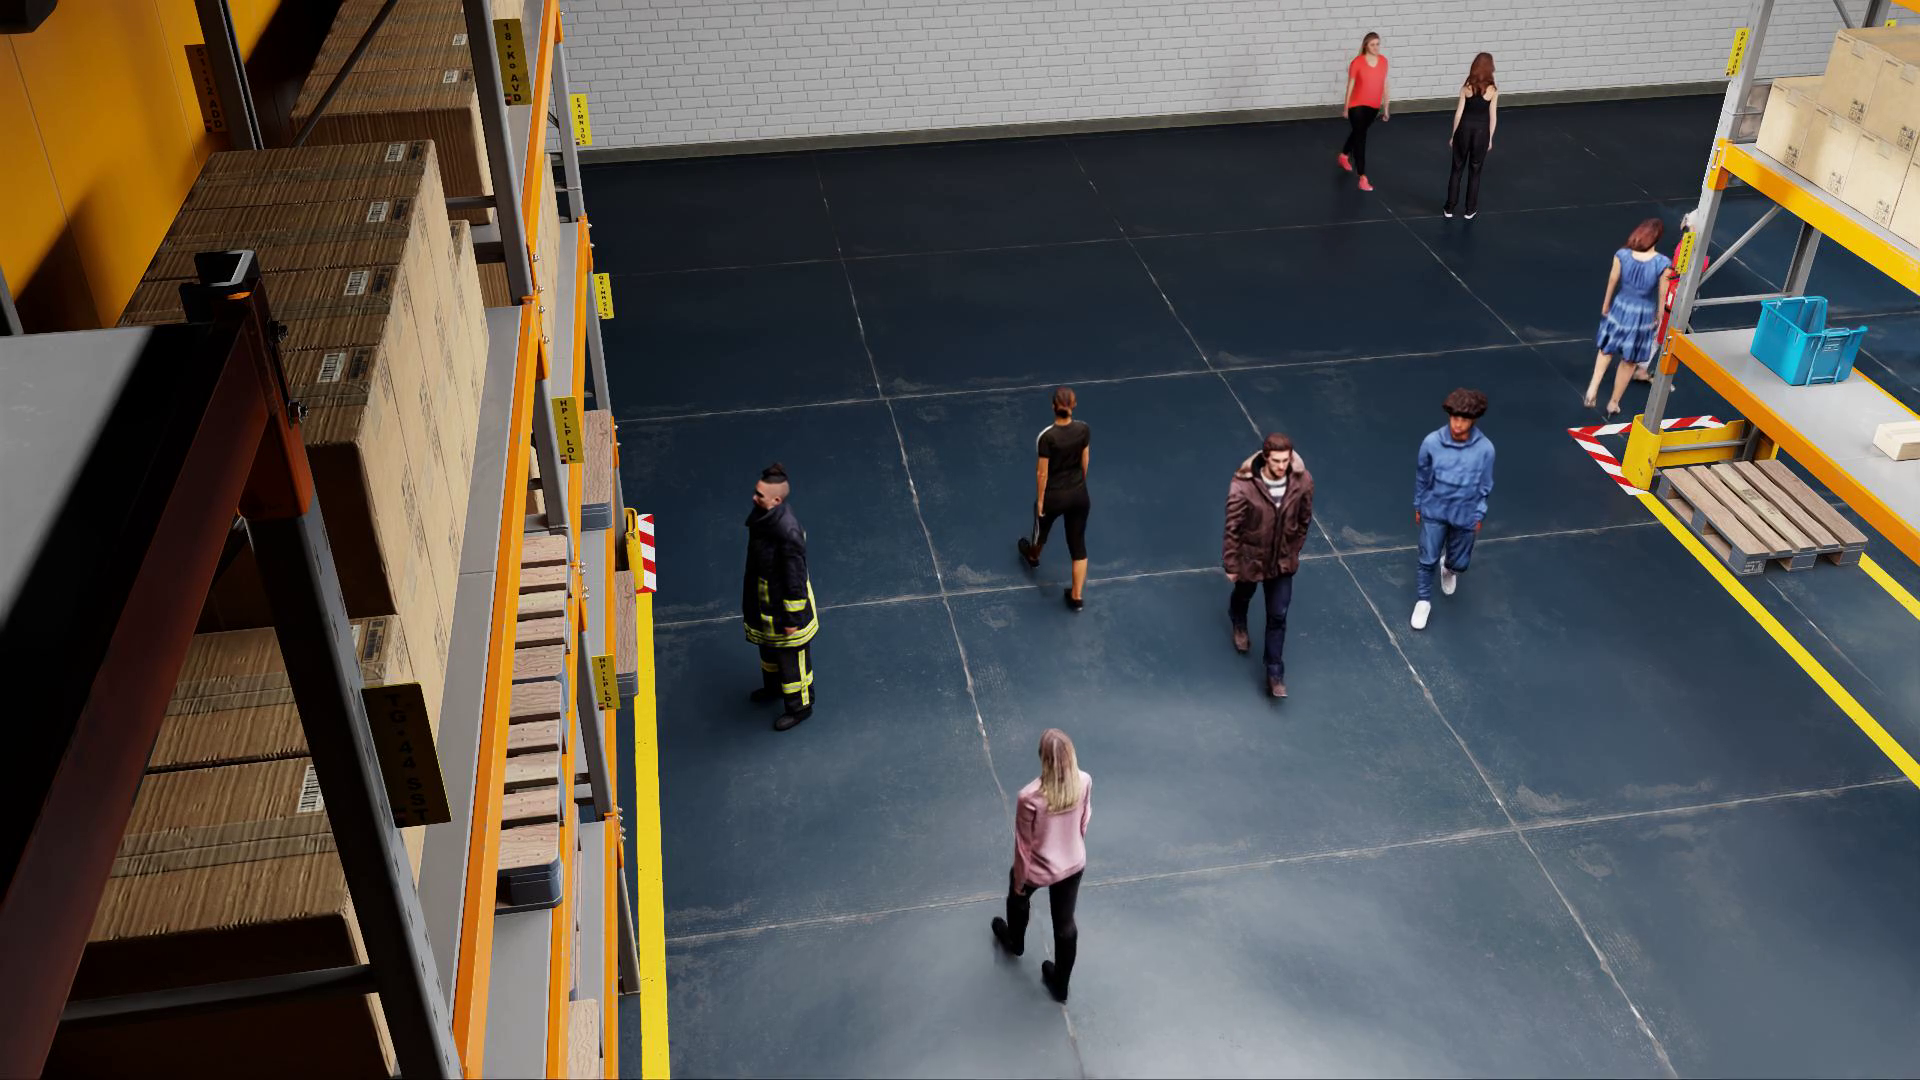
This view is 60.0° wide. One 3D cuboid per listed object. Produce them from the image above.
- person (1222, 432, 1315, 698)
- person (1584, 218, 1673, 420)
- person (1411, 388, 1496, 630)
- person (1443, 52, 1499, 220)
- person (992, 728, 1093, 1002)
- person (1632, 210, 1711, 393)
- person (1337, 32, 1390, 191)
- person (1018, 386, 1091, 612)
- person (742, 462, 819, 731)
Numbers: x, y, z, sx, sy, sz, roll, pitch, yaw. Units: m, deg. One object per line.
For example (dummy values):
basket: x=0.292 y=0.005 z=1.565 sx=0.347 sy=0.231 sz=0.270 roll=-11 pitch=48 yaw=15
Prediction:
person: x=1.966 y=0.065 z=10.939 sx=0.792 sy=1.790 sz=1.165 roll=-4 pitch=34 yaw=-6
person: x=5.495 y=-1.768 z=13.691 sx=0.838 sy=1.795 sz=0.899 roll=24 pitch=41 yaw=32
person: x=3.368 y=-0.252 z=11.414 sx=0.882 sy=1.792 sz=0.978 roll=10 pitch=35 yaw=15
person: x=5.371 y=-4.243 z=17.461 sx=0.666 sy=1.745 sz=0.661 roll=9 pitch=35 yaw=14
person: x=0.500 y=1.725 z=8.557 sx=0.753 sy=1.663 sz=0.933 roll=-14 pitch=36 yaw=-20
person: x=6.038 y=-2.054 z=14.229 sx=0.836 sy=1.678 sz=0.779 roll=20 pitch=38 yaw=27
person: x=4.407 y=-4.768 z=18.341 sx=0.713 sy=1.645 sz=1.190 roll=-11 pitch=35 yaw=-16
person: x=0.750 y=-0.255 z=11.565 sx=0.727 sy=1.631 sz=1.096 roll=-12 pitch=36 yaw=-18
person: x=-1.136 y=0.335 z=10.469 sx=0.903 sy=1.860 sz=0.761 roll=-18 pitch=37 yaw=-24
